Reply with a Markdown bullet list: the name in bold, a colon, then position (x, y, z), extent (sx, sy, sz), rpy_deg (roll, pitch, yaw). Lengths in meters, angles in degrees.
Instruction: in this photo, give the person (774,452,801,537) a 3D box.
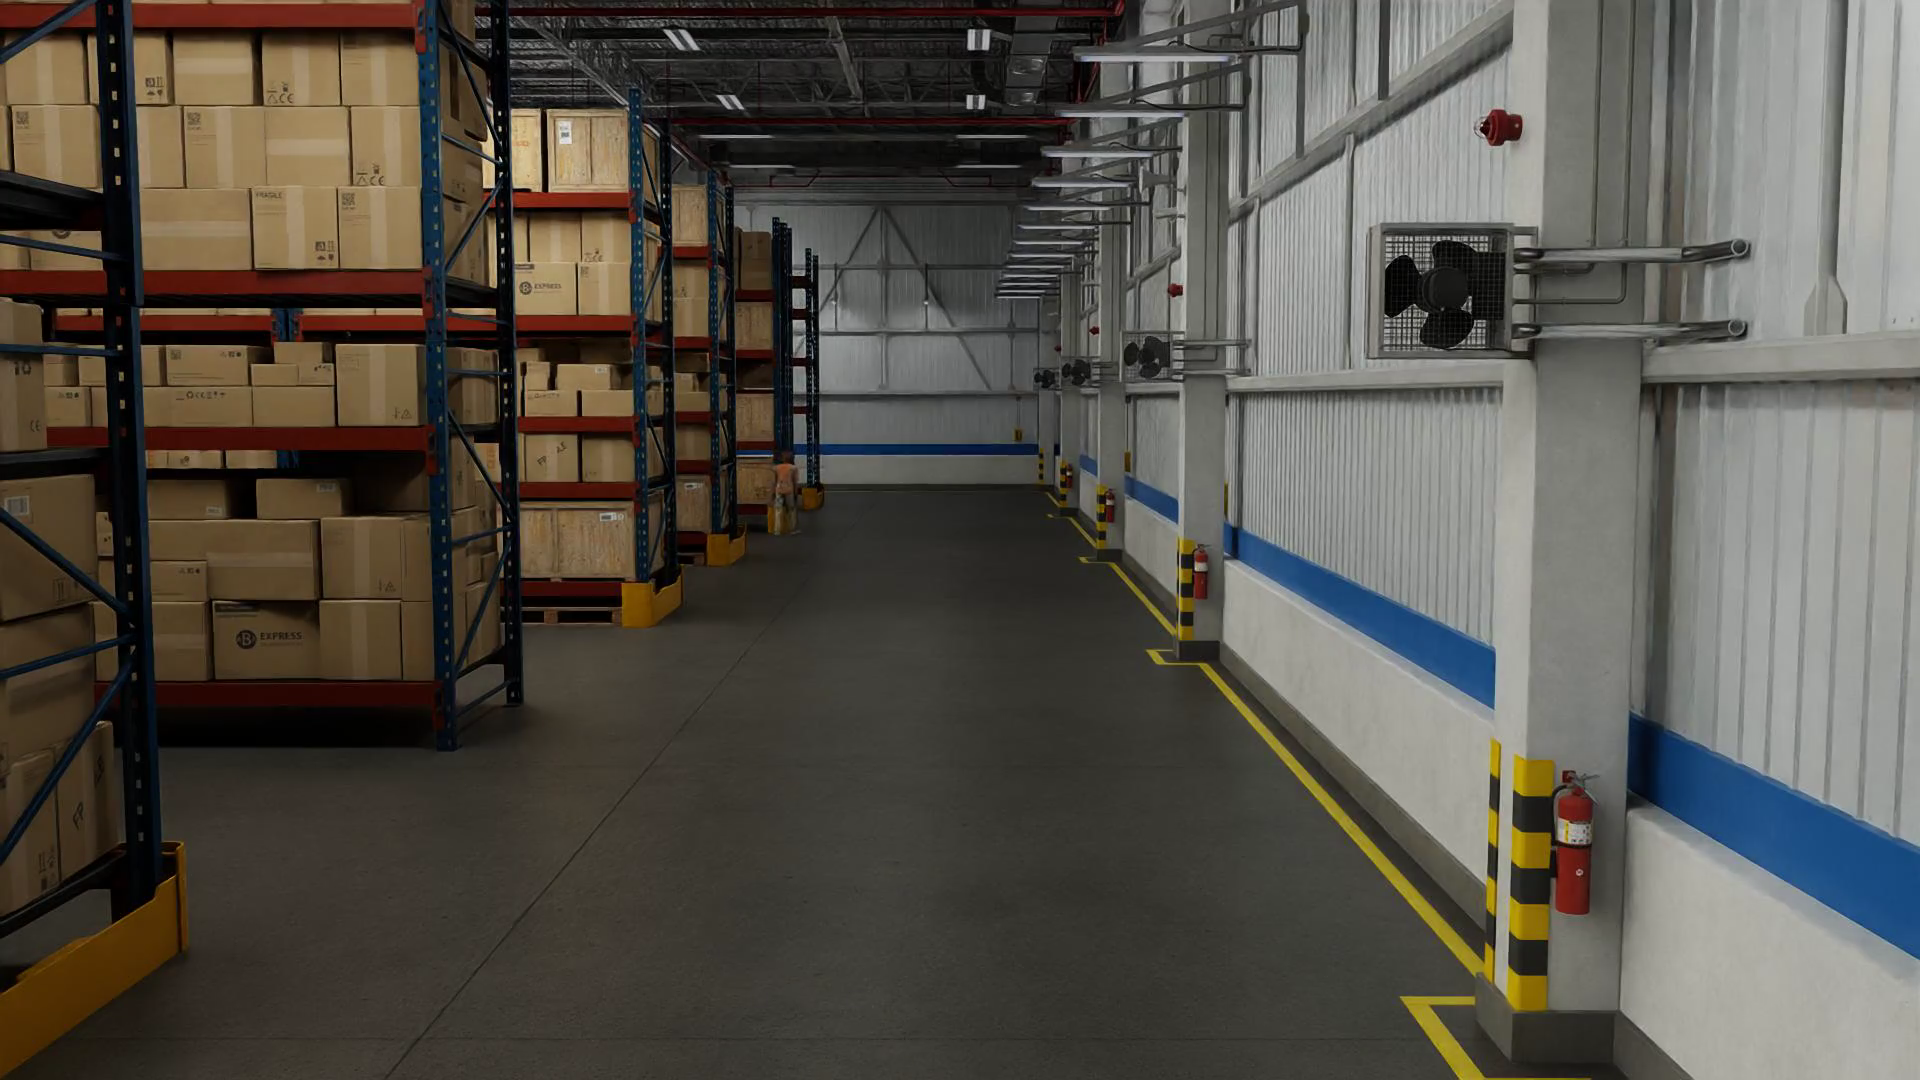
- **person**: position (-3.284, -0.861, 31.353), extent (0.519, 1.598, 0.598), rpy_deg (1, 5, 16)
